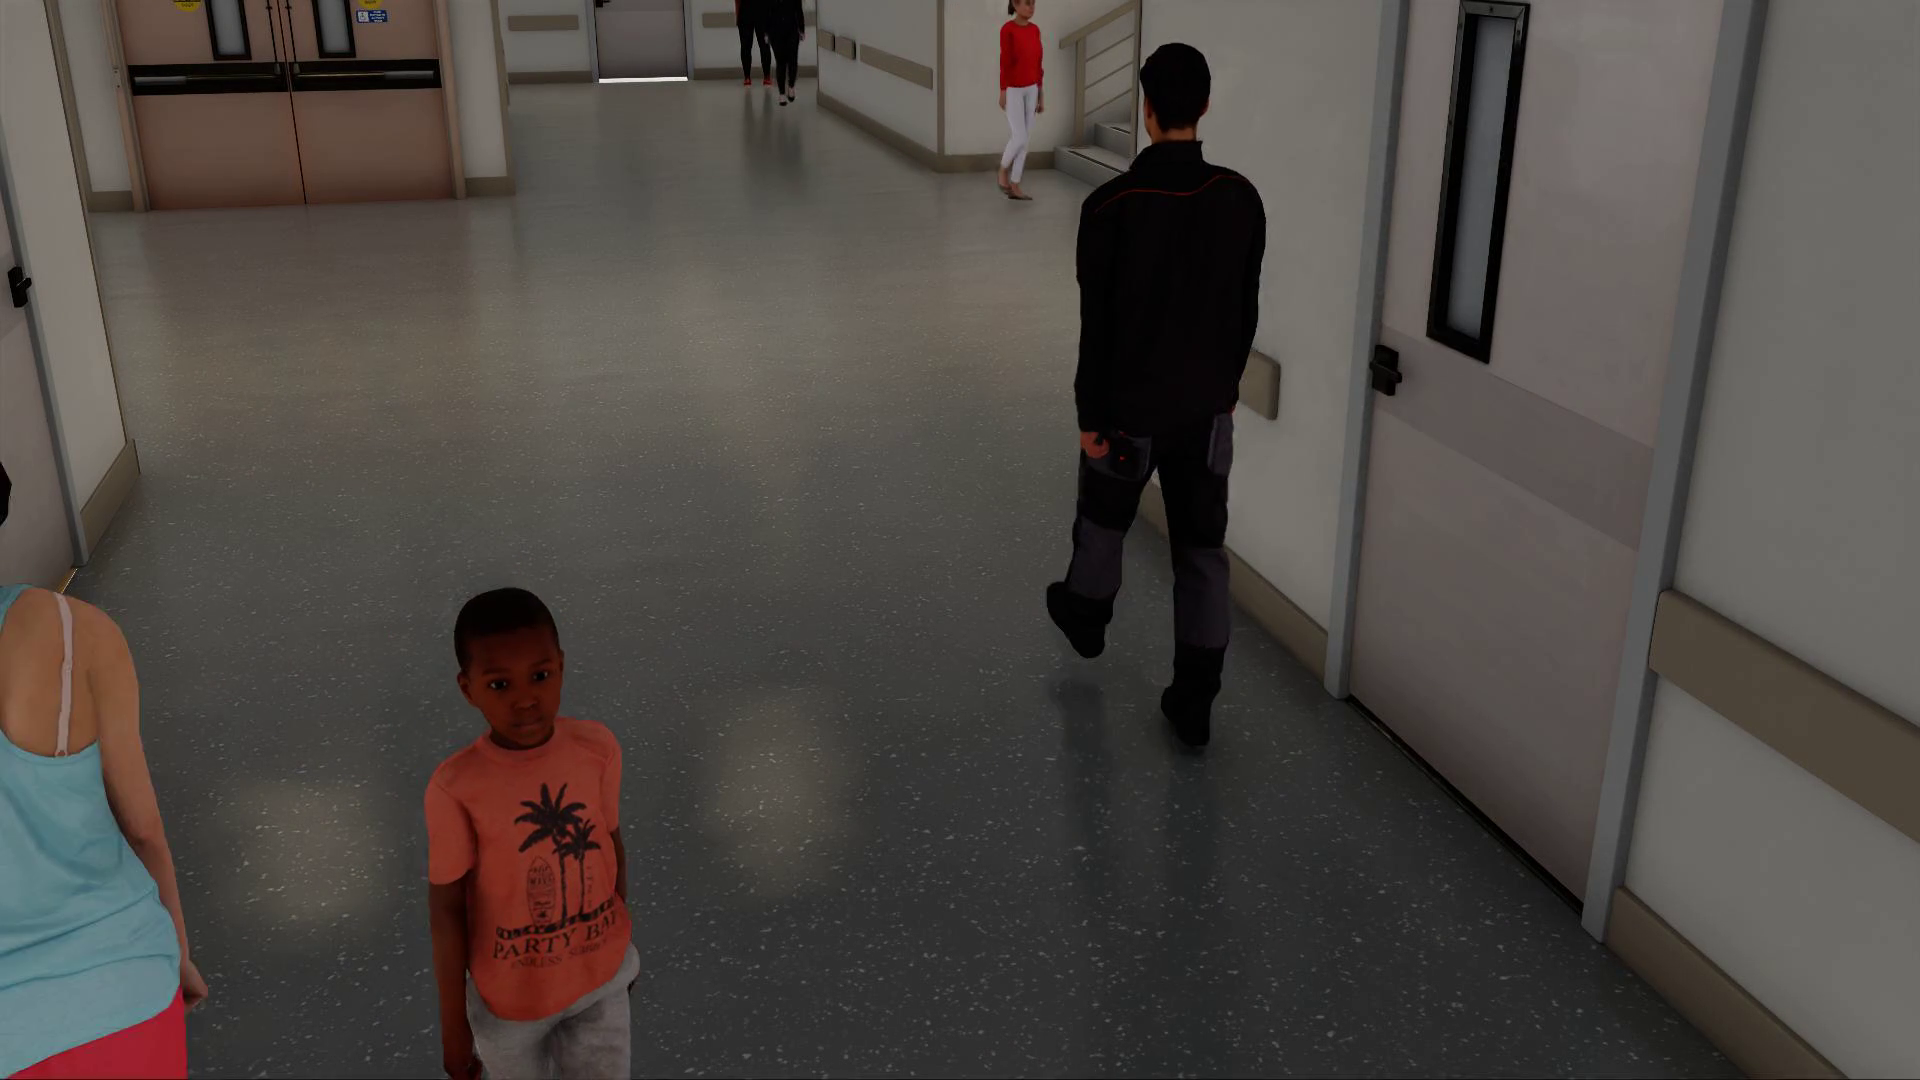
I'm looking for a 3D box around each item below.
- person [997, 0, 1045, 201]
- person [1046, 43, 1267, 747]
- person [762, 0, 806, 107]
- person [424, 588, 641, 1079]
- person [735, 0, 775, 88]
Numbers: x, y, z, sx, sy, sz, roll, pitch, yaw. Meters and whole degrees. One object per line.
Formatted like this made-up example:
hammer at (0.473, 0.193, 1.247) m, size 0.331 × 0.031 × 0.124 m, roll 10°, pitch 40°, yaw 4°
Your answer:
person at (0.429, -3.623, 13.569) m, size 0.690 × 1.681 × 0.742 m, roll -15°, pitch 25°, yaw -34°
person at (0.600, -0.349, 4.600) m, size 1.061 × 1.911 × 0.799 m, roll -5°, pitch 21°, yaw -13°
person at (-2.138, -6.124, 20.190) m, size 0.565 × 1.668 × 0.755 m, roll -2°, pitch 21°, yaw -5°
person at (-0.712, 0.680, 2.774) m, size 0.880 × 1.281 × 0.652 m, roll -9°, pitch 23°, yaw -23°
person at (-2.799, -7.104, 22.569) m, size 0.615 × 1.816 × 0.767 m, roll -1°, pitch 21°, yaw -3°
